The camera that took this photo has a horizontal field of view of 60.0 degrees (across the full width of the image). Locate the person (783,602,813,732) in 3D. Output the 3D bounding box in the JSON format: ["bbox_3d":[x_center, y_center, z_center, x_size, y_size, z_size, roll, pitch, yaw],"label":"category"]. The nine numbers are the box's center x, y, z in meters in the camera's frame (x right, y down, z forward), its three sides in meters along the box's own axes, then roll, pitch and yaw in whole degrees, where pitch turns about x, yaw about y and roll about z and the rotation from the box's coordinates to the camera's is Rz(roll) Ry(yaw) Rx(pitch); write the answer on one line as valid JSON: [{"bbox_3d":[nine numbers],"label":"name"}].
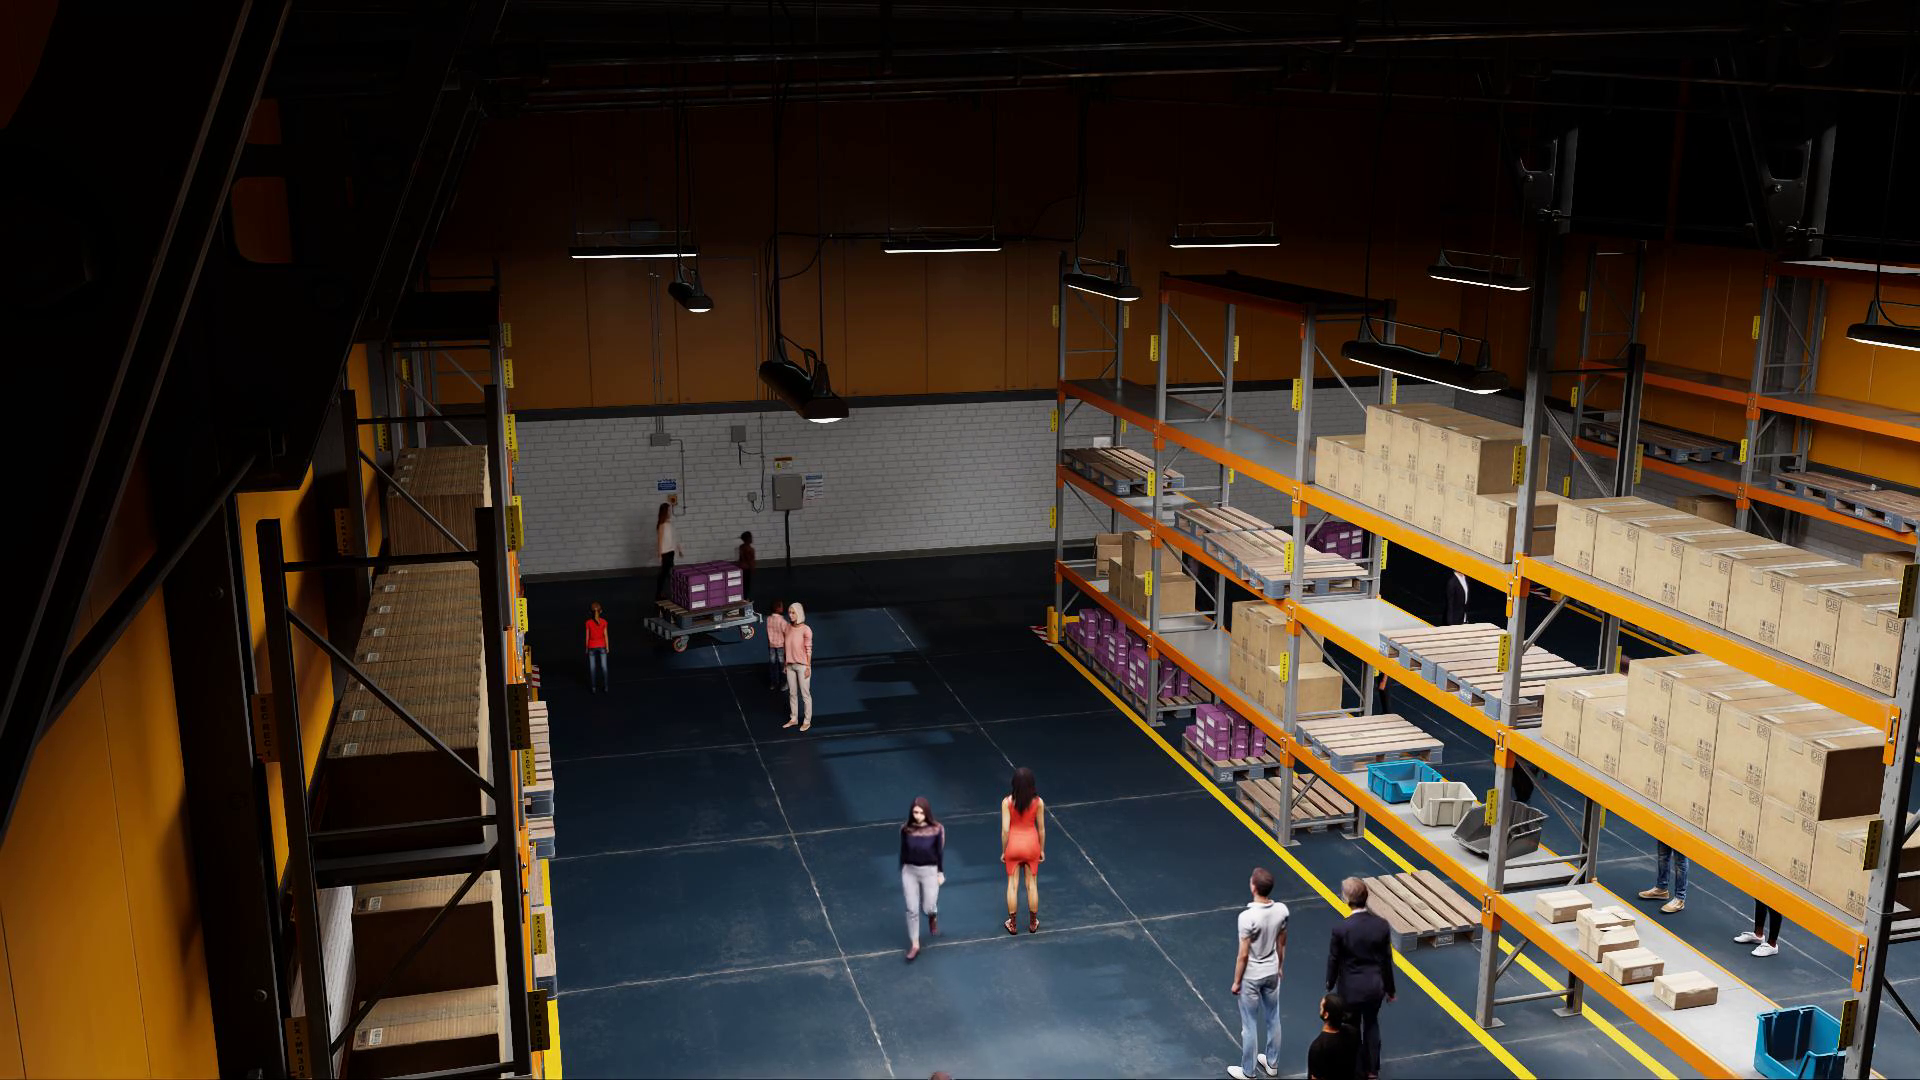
[{"bbox_3d":[-2.135,1.651,21.932,0.674,1.726,0.732,8,16,28],"label":"person"}]

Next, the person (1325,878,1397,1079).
[{"bbox_3d":[3.271,3.651,13.517,0.785,1.799,0.737,1,14,2],"label":"person"}]

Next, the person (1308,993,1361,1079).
[{"bbox_3d":[2.652,4.058,11.925,0.719,1.758,0.728,-12,18,-41],"label":"person"}]

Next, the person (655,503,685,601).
[{"bbox_3d":[-4.998,0.225,27.885,0.955,1.695,0.981,4,14,15],"label":"person"}]

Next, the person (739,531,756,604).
[{"bbox_3d":[-3.599,0.475,27.818,0.574,1.242,0.664,13,19,43],"label":"person"}]

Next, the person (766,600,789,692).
[{"bbox_3d":[-2.587,1.478,23.533,0.580,1.308,0.636,7,15,27],"label":"person"}]

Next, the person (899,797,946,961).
[{"bbox_3d":[-0.351,3.189,15.862,0.816,1.593,0.921,4,14,17],"label":"person"}]

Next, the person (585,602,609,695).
[{"bbox_3d":[-5.109,1.513,23.390,0.473,1.307,0.490,-5,14,-18],"label":"person"}]

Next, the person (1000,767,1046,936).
[{"bbox_3d":[0.608,3.028,16.261,0.618,1.719,0.556,-2,14,-6],"label":"person"}]

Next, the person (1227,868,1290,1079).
[{"bbox_3d":[2.471,3.580,13.699,0.702,1.851,0.633,-8,16,-29],"label":"person"}]
